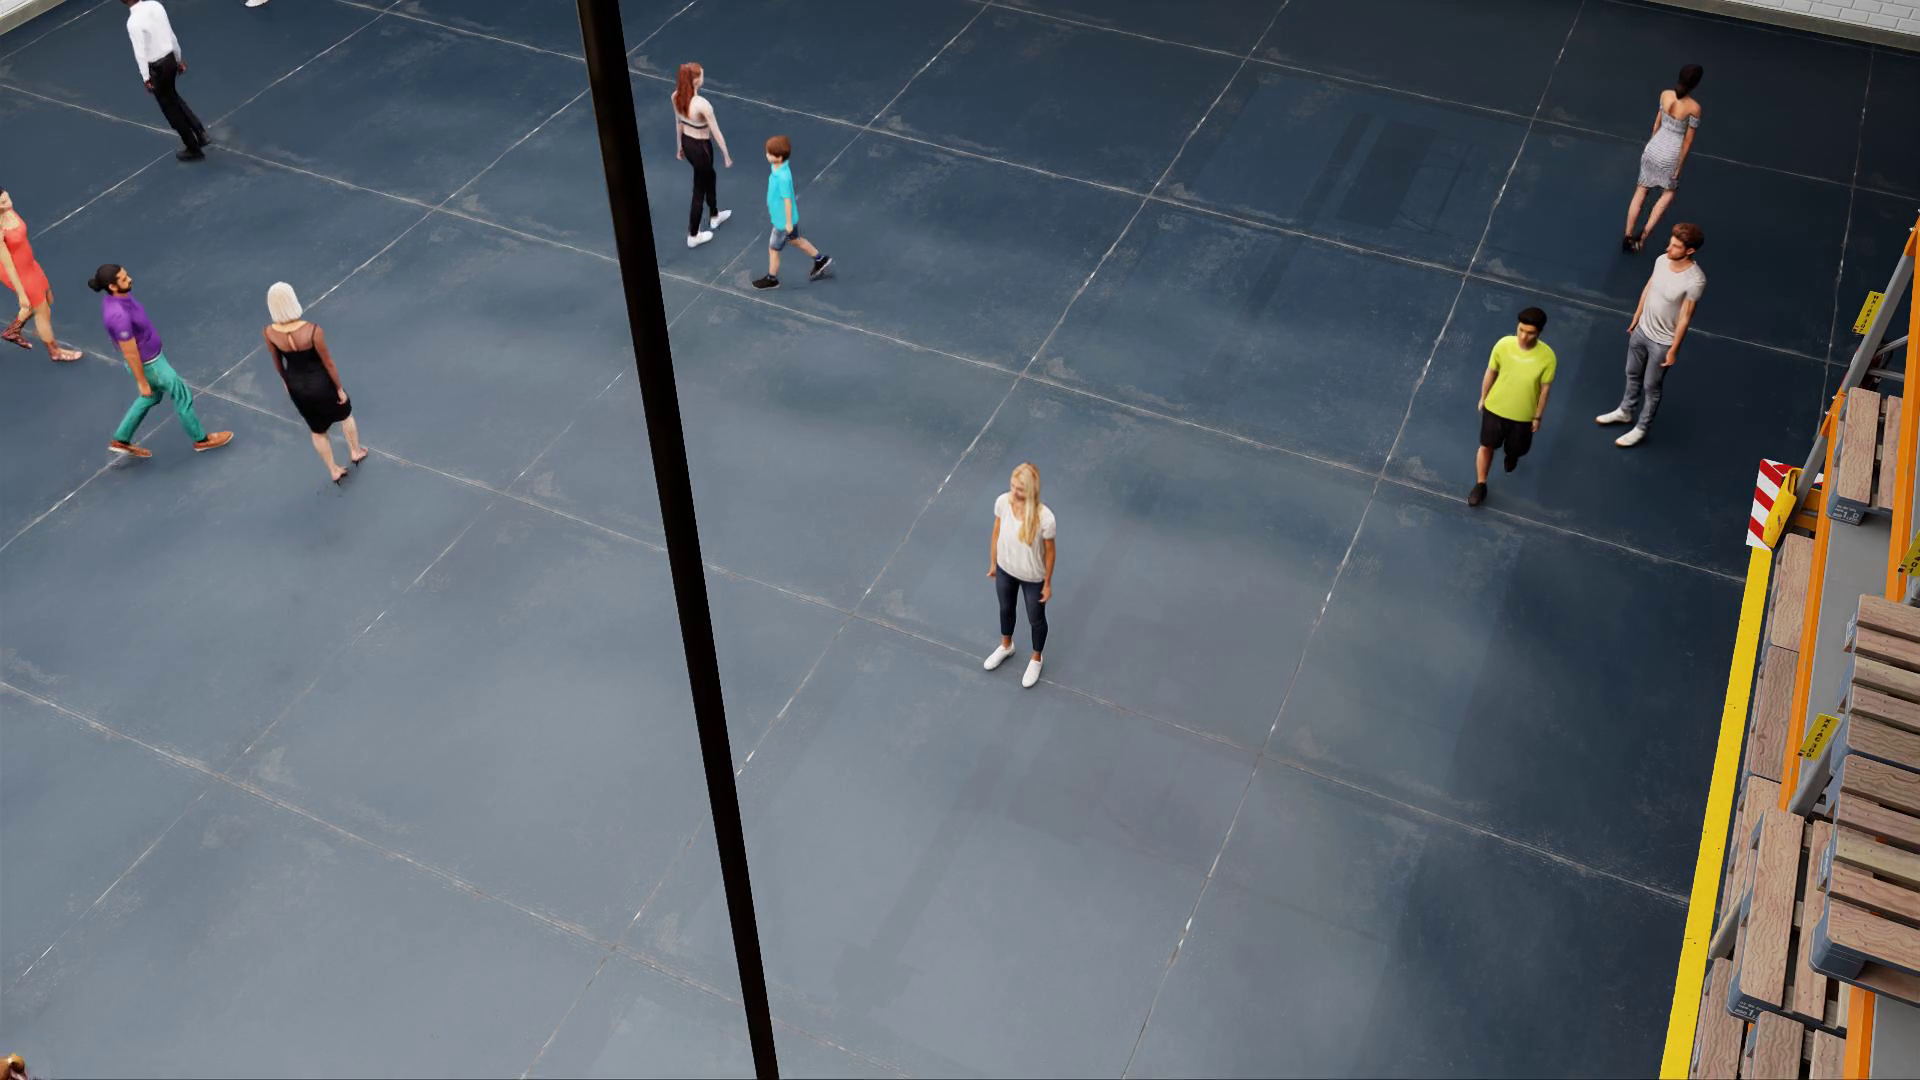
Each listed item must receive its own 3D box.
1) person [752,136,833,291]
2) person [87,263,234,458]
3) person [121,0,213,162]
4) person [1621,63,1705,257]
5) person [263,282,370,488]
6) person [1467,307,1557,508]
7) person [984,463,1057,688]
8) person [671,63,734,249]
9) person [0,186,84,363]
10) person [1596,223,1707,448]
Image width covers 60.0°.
[{"bbox_3d":[-1.431,-2.785,14.143,0.942,1.426,0.952,-8,44,-8],"label":"person"},{"bbox_3d":[-6.124,-1.275,12.333,1.178,1.738,1.048,-17,46,-17],"label":"person"},{"bbox_3d":[-7.346,-4.351,15.500,0.804,1.822,0.727,9,44,9],"label":"person"},{"bbox_3d":[5.990,-3.235,14.336,0.727,1.812,0.698,-28,50,-26],"label":"person"},{"bbox_3d":[-4.730,-1.064,12.115,0.770,1.731,0.811,-1,44,-1],"label":"person"},{"bbox_3d":[4.032,-1.019,12.095,0.614,1.694,0.839,18,47,18],"label":"person"},{"bbox_3d":[0.408,0.210,10.723,0.632,1.808,0.533,24,49,23],"label":"person"},{"bbox_3d":[-2.347,-3.305,14.470,0.753,1.729,0.904,30,51,28],"label":"person"},{"bbox_3d":[-7.541,-2.104,13.232,0.920,1.697,0.884,-11,45,-11],"label":"person"},{"bbox_3d":[5.267,-1.556,12.518,0.801,1.889,0.742,-14,45,-14],"label":"person"}]
